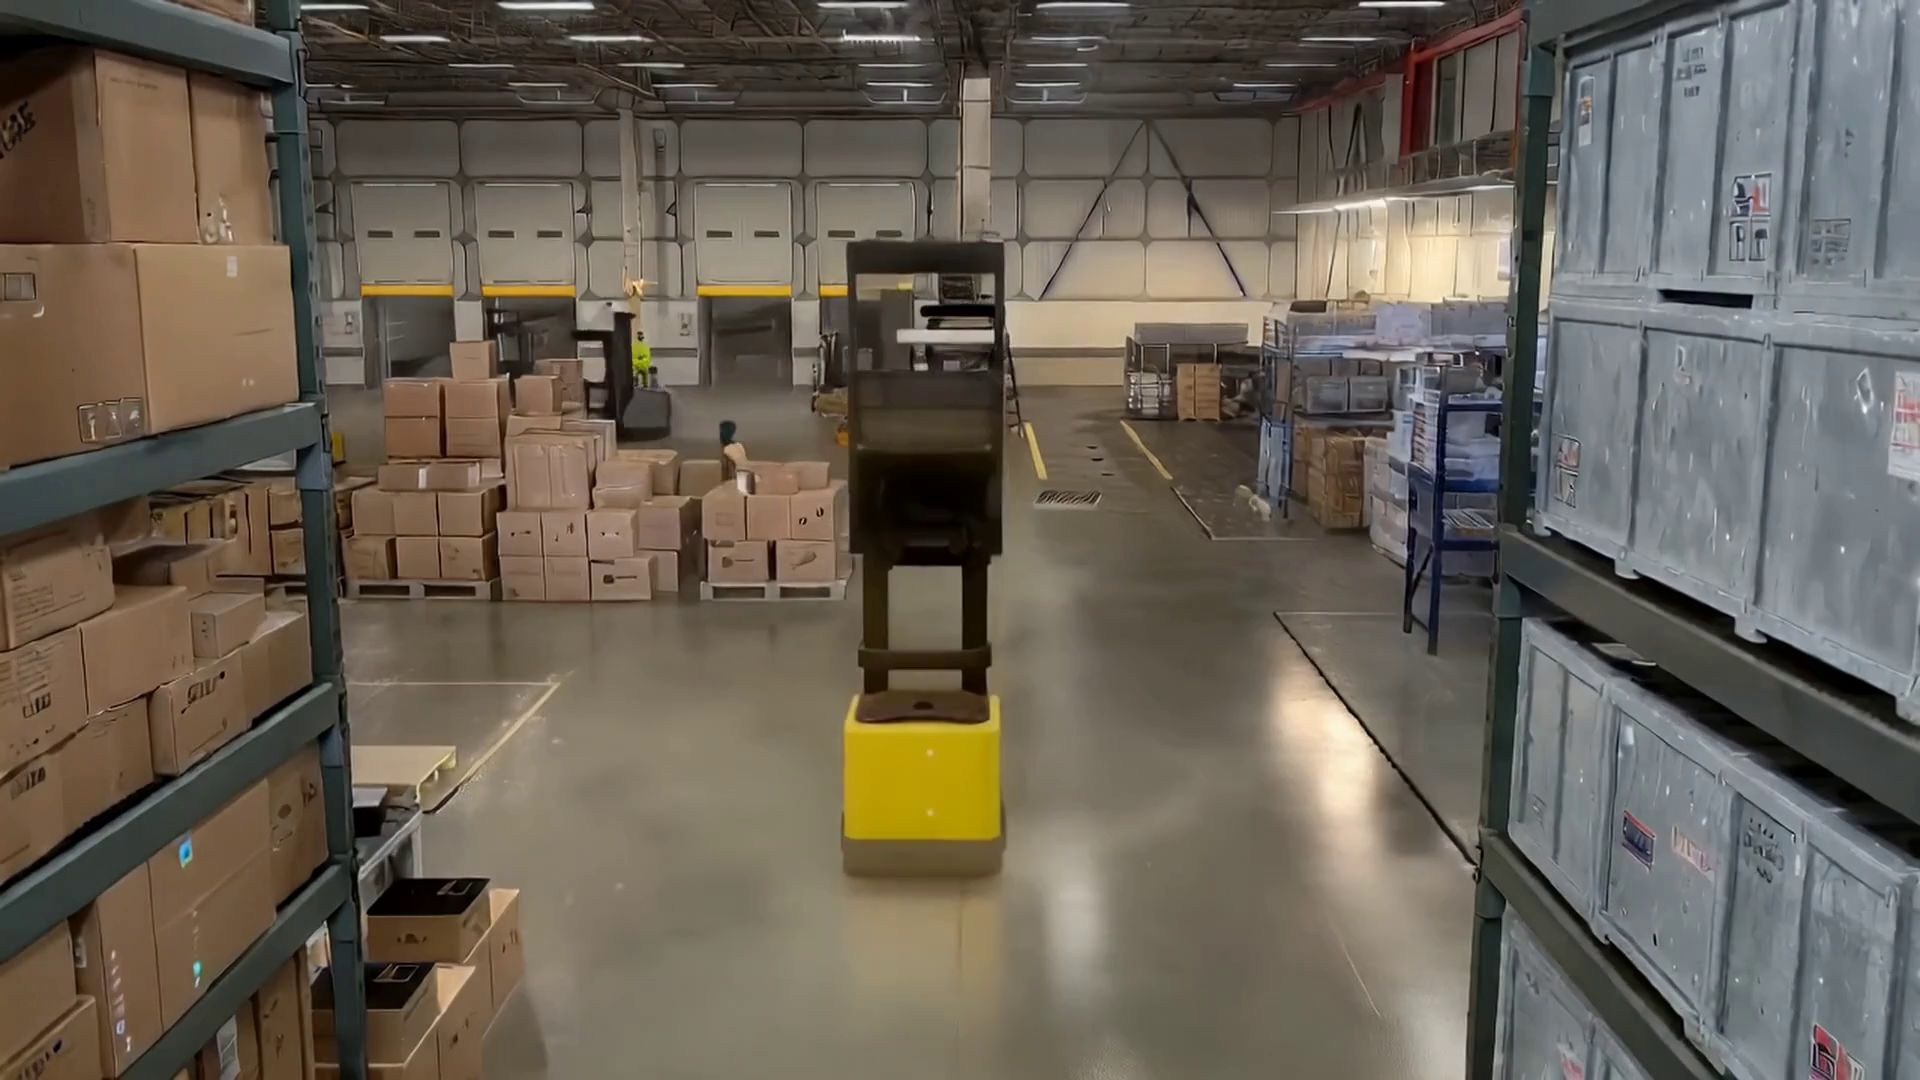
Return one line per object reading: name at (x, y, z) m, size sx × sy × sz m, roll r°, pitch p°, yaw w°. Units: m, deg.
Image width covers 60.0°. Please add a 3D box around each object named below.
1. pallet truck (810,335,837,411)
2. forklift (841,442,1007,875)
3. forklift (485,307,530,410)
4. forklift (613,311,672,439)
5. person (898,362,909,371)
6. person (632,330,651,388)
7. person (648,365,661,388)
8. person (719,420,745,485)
pallet truck at (-3.021, -4.312, 43.126) m, size 1.885 × 1.965 × 0.823 m, roll 3°, pitch 10°, yaw 17°
forklift at (-0.242, 0.713, 11.589) m, size 1.129 × 2.768 × 1.873 m, roll 0°, pitch 10°, yaw 1°
forklift at (-10.754, -4.150, 39.646) m, size 1.129 × 2.768 × 1.873 m, roll 0°, pitch 10°, yaw 1°
forklift at (-7.380, -3.629, 36.642) m, size 1.873 × 2.768 × 1.129 m, roll -3°, pitch 10°, yaw -16°
person at (-1.154, -2.633, 33.608) m, size 0.635 × 1.937 × 0.352 m, roll -8°, pitch 12°, yaw -38°
person at (-9.086, -5.013, 47.383) m, size 0.549 × 1.929 × 0.387 m, roll 1°, pitch 10°, yaw 6°
person at (-6.887, -3.163, 37.640) m, size 0.706 × 1.601 × 0.577 m, roll 0°, pitch 10°, yaw 3°
person at (-3.164, -0.661, 22.334) m, size 0.772 × 1.893 × 0.635 m, roll 2°, pitch 10°, yaw 9°
